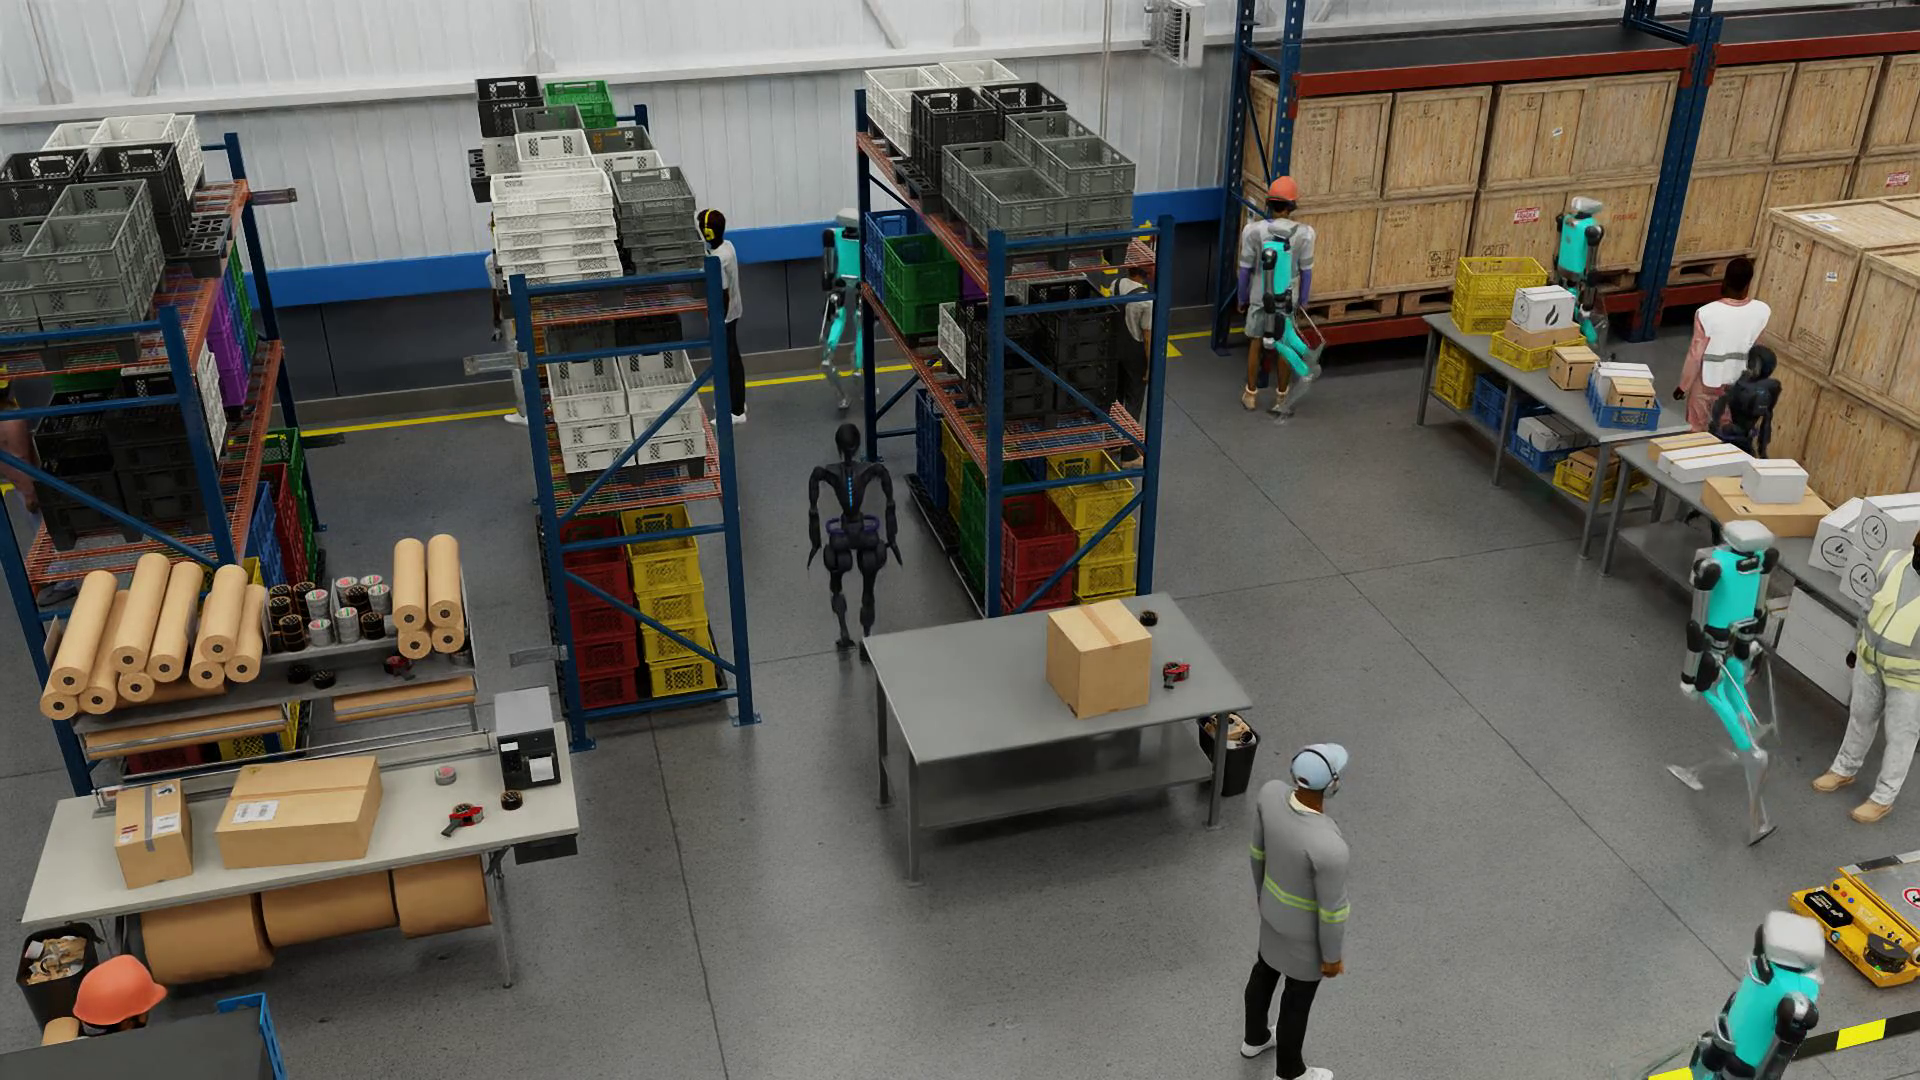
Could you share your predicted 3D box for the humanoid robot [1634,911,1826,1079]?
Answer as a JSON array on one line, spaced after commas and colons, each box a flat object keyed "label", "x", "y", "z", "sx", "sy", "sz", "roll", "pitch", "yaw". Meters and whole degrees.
[{"label": "humanoid robot", "x": 2.831, "y": 2.213, "z": 6.663, "sx": 0.846, "sy": 1.823, "sz": 0.536, "roll": 6, "pitch": 29, "yaw": 11}]

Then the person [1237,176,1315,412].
[{"label": "person", "x": 2.646, "y": -2.064, "z": 14.080, "sx": 0.608, "sy": 2.040, "sz": 0.391, "roll": 5, "pitch": 29, "yaw": 8}]

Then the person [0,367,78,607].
[{"label": "person", "x": -6.368, "y": -0.385, "z": 11.314, "sx": 0.332, "sy": 1.760, "sz": 0.530, "roll": -18, "pitch": 34, "yaw": -30}]

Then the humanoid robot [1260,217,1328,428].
[{"label": "humanoid robot", "x": 2.797, "y": -1.788, "z": 13.855, "sx": 0.712, "sy": 1.757, "sz": 0.542, "roll": 14, "pitch": 32, "yaw": 23}]

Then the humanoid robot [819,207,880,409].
[{"label": "humanoid robot", "x": -0.939, "y": -1.884, "z": 14.058, "sx": 0.548, "sy": 1.761, "sz": 0.914, "roll": 5, "pitch": 29, "yaw": 10}]

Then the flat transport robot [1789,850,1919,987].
[{"label": "flat transport robot", "x": 5.163, "y": 1.916, "z": 8.676, "sx": 1.431, "sy": 0.231, "sz": 0.659, "roll": -8, "pitch": 30, "yaw": -14}]

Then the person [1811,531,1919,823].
[{"label": "person", "x": 5.204, "y": 0.718, "z": 9.234, "sx": 0.429, "sy": 1.837, "sz": 0.622, "roll": -11, "pitch": 31, "yaw": -18}]

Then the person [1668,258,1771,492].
[{"label": "person", "x": 5.751, "y": -1.209, "z": 12.648, "sx": 0.587, "sy": 1.920, "sz": 0.392, "roll": -4, "pitch": 29, "yaw": -8}]

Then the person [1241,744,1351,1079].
[{"label": "person", "x": 1.529, "y": 1.682, "z": 7.457, "sx": 0.372, "sy": 1.852, "sz": 0.596, "roll": -14, "pitch": 32, "yaw": -23}]

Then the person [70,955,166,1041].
[{"label": "person", "x": -2.956, "y": 2.336, "z": 6.190, "sx": 0.542, "sy": 1.928, "sz": 0.369, "roll": 11, "pitch": 31, "yaw": 20}]

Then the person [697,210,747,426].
[{"label": "person", "x": -1.982, "y": -1.849, "z": 13.870, "sx": 0.334, "sy": 1.864, "sz": 0.512, "roll": 0, "pitch": 29, "yaw": 0}]

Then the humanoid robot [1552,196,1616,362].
[{"label": "humanoid robot", "x": 5.637, "y": -2.185, "z": 14.630, "sx": 0.946, "sy": 1.771, "sz": 0.542, "roll": -9, "pitch": 30, "yaw": -16}]

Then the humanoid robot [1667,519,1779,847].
[{"label": "humanoid robot", "x": 4.397, "y": 0.839, "z": 9.126, "sx": 0.540, "sy": 1.760, "sz": 0.959, "roll": -12, "pitch": 31, "yaw": -20}]

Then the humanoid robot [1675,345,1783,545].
[{"label": "humanoid robot", "x": 5.531, "y": -0.643, "z": 11.947, "sx": 0.609, "sy": 1.644, "sz": 0.733, "roll": -10, "pitch": 30, "yaw": -18}]

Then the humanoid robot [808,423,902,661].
[{"label": "humanoid robot", "x": -0.679, "y": 0.010, "z": 10.671, "sx": 0.610, "sy": 1.648, "sz": 0.390, "roll": -4, "pitch": 29, "yaw": -7}]

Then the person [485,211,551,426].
[{"label": "person", "x": -3.704, "y": -1.863, "z": 13.883, "sx": 0.325, "sy": 1.876, "sz": 0.521, "roll": 20, "pitch": 35, "yaw": 32}]

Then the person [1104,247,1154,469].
[{"label": "person", "x": 1.360, "y": -1.447, "z": 13.171, "sx": 0.345, "sy": 1.838, "sz": 0.499, "roll": -19, "pitch": 34, "yaw": -31}]
